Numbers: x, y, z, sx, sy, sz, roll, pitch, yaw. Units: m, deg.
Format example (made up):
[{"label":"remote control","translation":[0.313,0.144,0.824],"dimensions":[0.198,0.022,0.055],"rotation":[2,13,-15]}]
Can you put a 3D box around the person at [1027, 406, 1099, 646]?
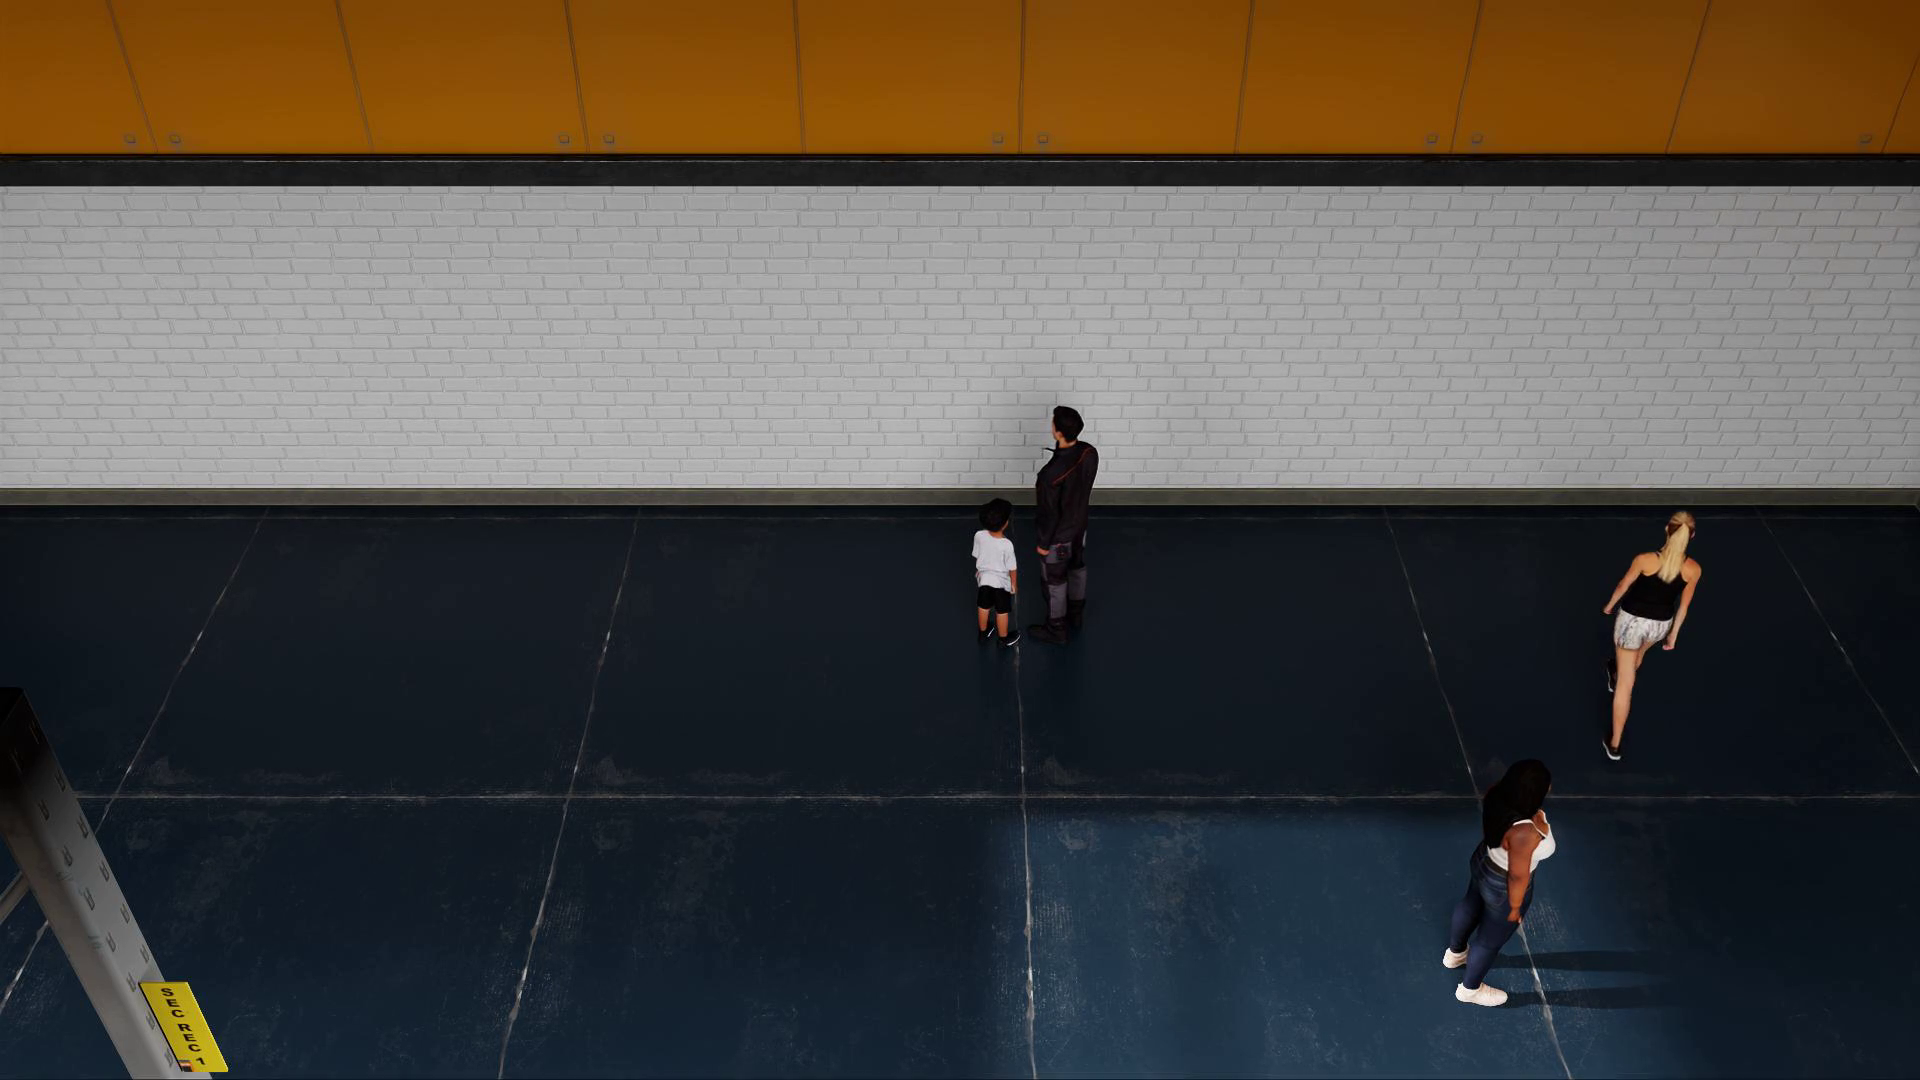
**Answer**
[{"label":"person","translation":[0.726,-0.107,11.658],"dimensions":[0.854,1.946,0.754],"rotation":[24,45,27]}]

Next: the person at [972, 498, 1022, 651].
[{"label":"person","translation":[0.246,0.241,11.773],"dimensions":[0.567,1.259,0.599],"rotation":[20,43,23]}]

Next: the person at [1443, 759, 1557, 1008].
[{"label":"person","translation":[3.000,1.884,9.274],"dimensions":[0.702,1.810,0.536],"rotation":[-2,39,-2]}]

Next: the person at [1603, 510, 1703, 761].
[{"label":"person","translation":[4.466,0.619,10.875],"dimensions":[0.719,1.789,1.225],"rotation":[6,39,7]}]
